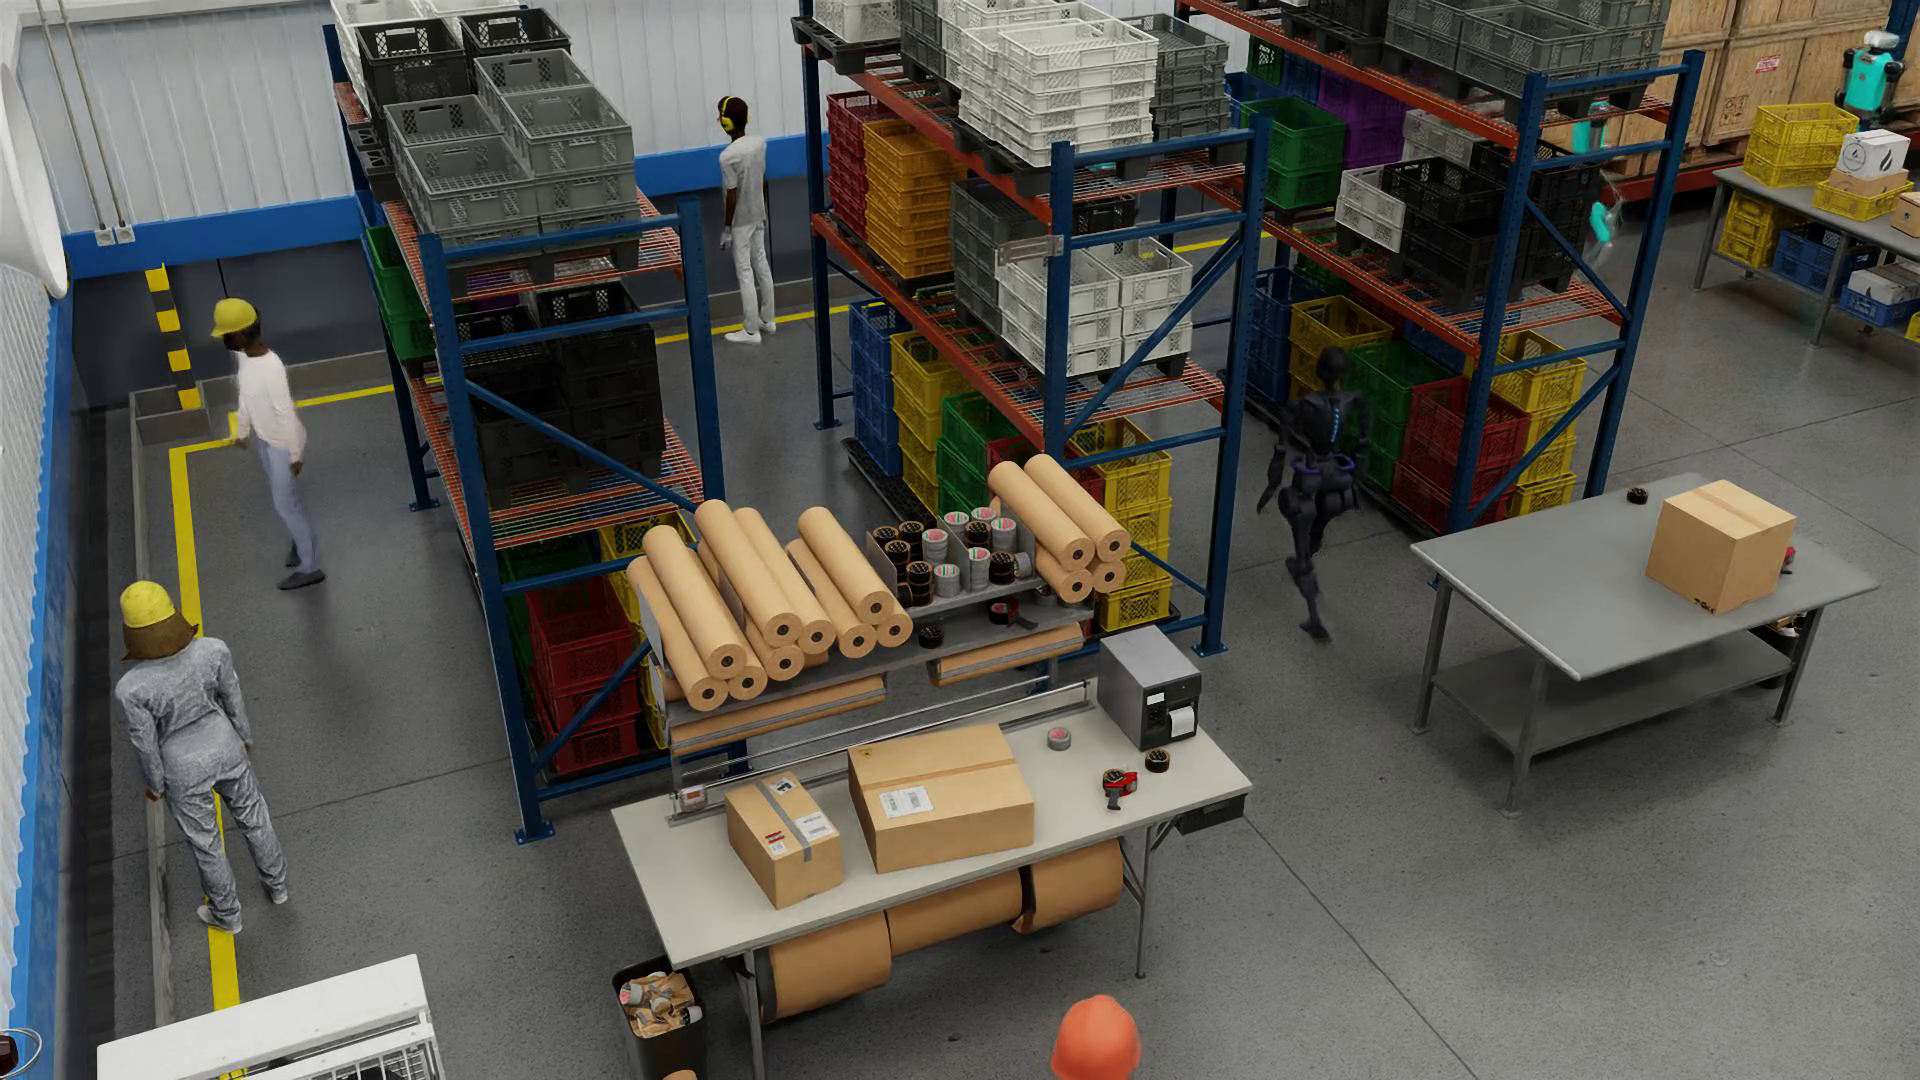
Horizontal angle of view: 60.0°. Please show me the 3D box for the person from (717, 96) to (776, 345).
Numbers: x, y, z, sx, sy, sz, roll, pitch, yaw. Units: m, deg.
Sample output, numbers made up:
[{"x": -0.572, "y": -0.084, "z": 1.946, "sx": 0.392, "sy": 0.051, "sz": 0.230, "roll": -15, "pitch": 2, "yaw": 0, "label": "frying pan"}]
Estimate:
[{"x": -1.598, "y": -2.344, "z": 12.258, "sx": 0.329, "sy": 1.865, "sz": 0.513, "roll": 17, "pitch": 35, "yaw": 25, "label": "person"}]

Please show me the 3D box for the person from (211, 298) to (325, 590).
[{"x": -3.910, "y": -0.566, "z": 9.476, "sx": 0.368, "sy": 1.750, "sz": 0.543, "roll": -22, "pitch": 38, "yaw": -31, "label": "person"}]

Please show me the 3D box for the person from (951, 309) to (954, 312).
[{"x": 0.107, "y": -2.477, "z": 12.467, "sx": 0.315, "sy": 1.869, "sz": 0.533, "roll": -5, "pitch": 32, "yaw": -8, "label": "person"}]

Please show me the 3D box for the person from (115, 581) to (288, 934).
[{"x": -3.244, "y": 0.926, "z": 7.068, "sx": 0.308, "sy": 1.735, "sz": 0.484, "roll": 24, "pitch": 39, "yaw": 33, "label": "person"}]

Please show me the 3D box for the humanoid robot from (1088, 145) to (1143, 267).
[{"x": 1.119, "y": -2.384, "z": 12.546, "sx": 0.552, "sy": 1.885, "sz": 0.750, "roll": 0, "pitch": 32, "yaw": -1, "label": "humanoid robot"}]

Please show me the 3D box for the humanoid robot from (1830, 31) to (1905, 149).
[{"x": 7.786, "y": -3.439, "z": 14.234, "sx": 0.744, "sy": 1.856, "sz": 0.537, "roll": -15, "pitch": 35, "yaw": -22, "label": "humanoid robot"}]

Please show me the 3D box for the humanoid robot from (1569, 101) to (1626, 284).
[{"x": 5.070, "y": -2.774, "z": 13.084, "sx": 0.668, "sy": 1.806, "sz": 0.537, "roll": 2, "pitch": 32, "yaw": 3, "label": "humanoid robot"}]

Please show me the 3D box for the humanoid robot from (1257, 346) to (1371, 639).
[{"x": 1.958, "y": -0.305, "z": 9.177, "sx": 0.589, "sy": 1.629, "sz": 0.796, "roll": -8, "pitch": 32, "yaw": -12, "label": "humanoid robot"}]

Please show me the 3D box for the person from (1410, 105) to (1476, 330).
[{"x": 3.538, "y": -2.263, "z": 12.155, "sx": 0.344, "sy": 1.839, "sz": 0.499, "roll": -27, "pitch": 41, "yaw": -37, "label": "person"}]

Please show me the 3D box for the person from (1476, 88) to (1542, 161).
[{"x": 4.309, "y": -2.966, "z": 13.123, "sx": 0.680, "sy": 2.013, "sz": 0.660, "roll": -7, "pitch": 32, "yaw": -12, "label": "person"}]

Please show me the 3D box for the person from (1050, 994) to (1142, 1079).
[{"x": 0.366, "y": 2.103, "z": 4.967, "sx": 0.550, "sy": 1.932, "sz": 0.374, "roll": 8, "pitch": 32, "yaw": 12, "label": "person"}]
